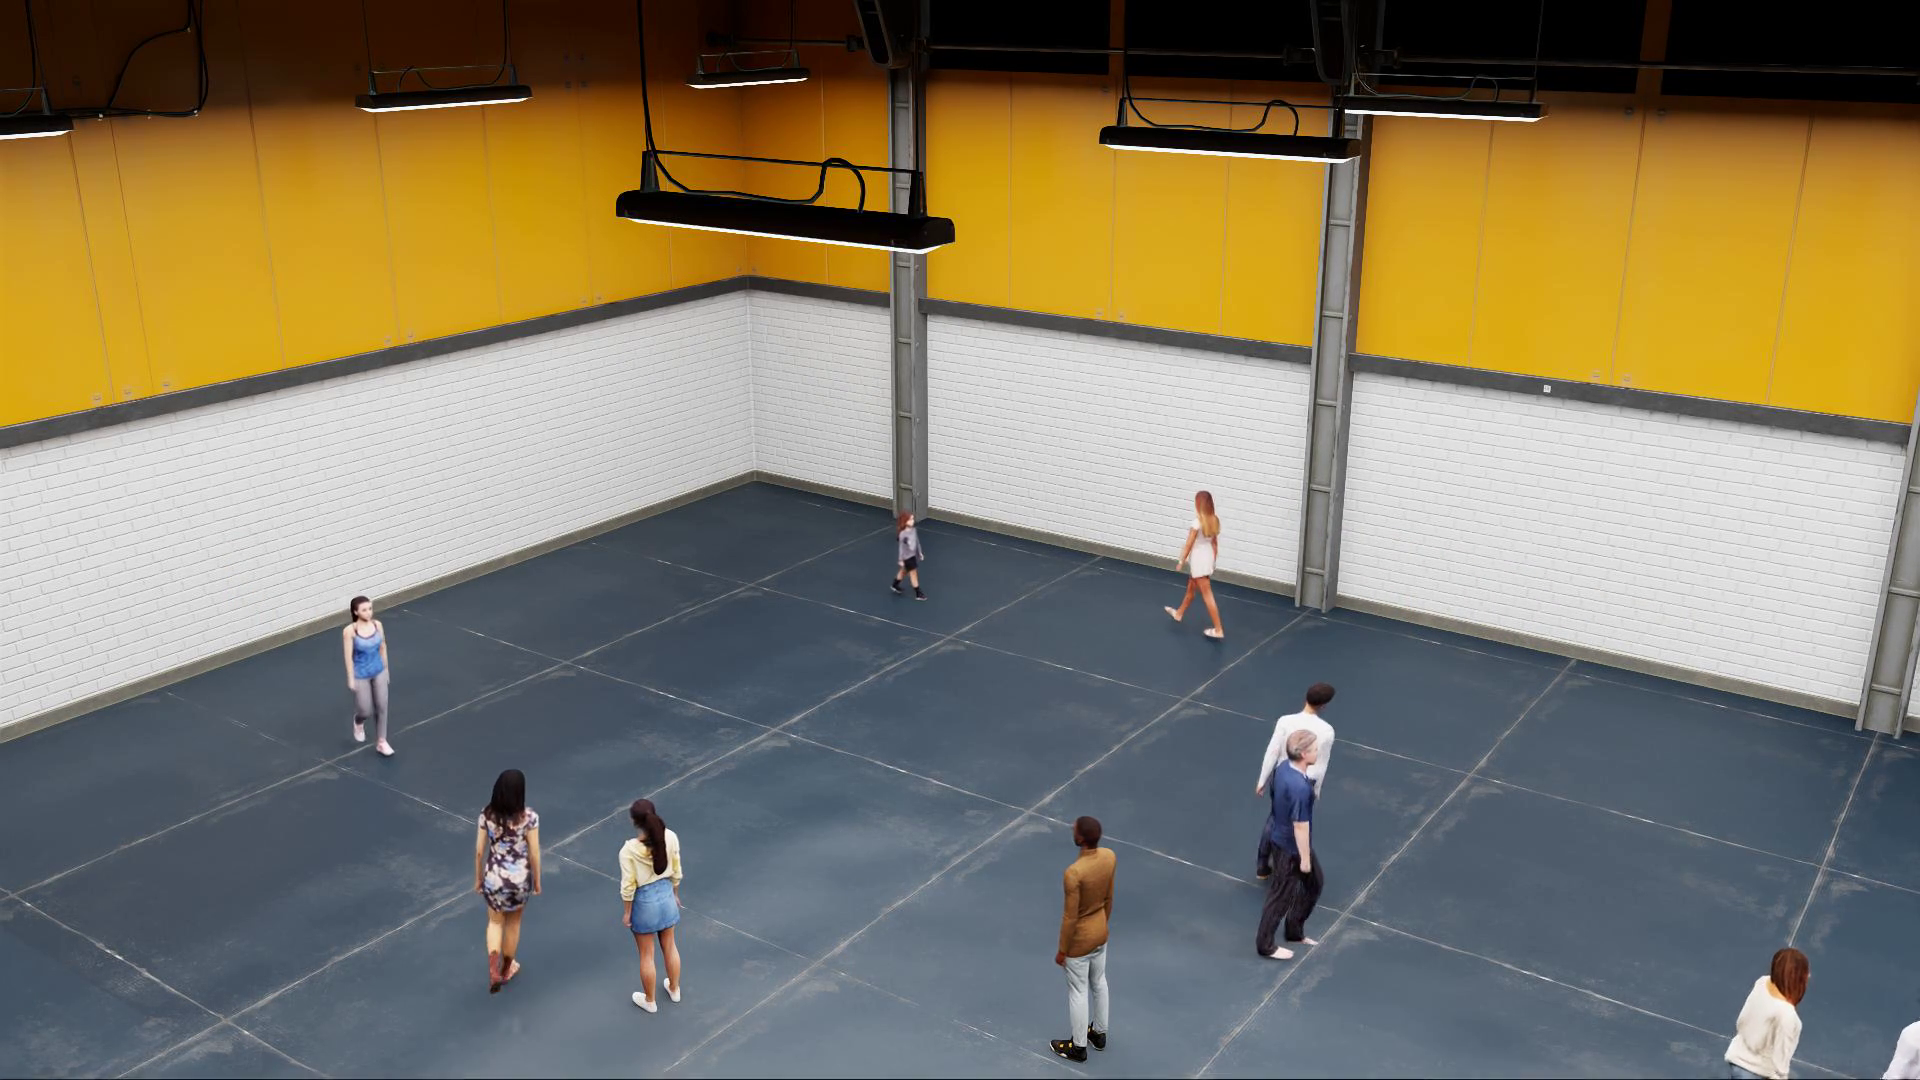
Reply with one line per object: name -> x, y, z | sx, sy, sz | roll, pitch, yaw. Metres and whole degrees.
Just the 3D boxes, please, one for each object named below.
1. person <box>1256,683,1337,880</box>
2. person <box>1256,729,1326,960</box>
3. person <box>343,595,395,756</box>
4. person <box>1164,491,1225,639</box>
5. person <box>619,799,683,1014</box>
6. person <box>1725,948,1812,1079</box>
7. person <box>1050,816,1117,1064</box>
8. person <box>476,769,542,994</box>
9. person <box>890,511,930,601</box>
person -> 2.646, 2.003, 13.310 | 0.692, 1.825, 0.857 | 2, 19, 6
person -> 2.385, 2.284, 12.443 | 0.898, 1.847, 0.845 | 2, 19, 7
person -> -5.663, 1.274, 15.823 | 0.813, 1.602, 0.643 | 18, 25, 42
person -> 2.767, 0.310, 18.619 | 0.731, 1.646, 1.158 | -18, 25, -42
person -> -2.195, 2.593, 11.860 | 0.699, 1.633, 0.659 | -14, 23, -36
person -> 4.729, 3.191, 10.077 | 1.067, 1.638, 0.889 | 3, 19, 9
person -> 0.858, 2.688, 11.290 | 0.672, 1.817, 0.608 | -17, 25, -41
person -> -3.260, 2.507, 11.989 | 0.926, 1.714, 0.965 | -2, 19, -7
person -> -0.660, 0.162, 19.938 | 0.807, 1.083, 0.532 | 10, 21, 27
